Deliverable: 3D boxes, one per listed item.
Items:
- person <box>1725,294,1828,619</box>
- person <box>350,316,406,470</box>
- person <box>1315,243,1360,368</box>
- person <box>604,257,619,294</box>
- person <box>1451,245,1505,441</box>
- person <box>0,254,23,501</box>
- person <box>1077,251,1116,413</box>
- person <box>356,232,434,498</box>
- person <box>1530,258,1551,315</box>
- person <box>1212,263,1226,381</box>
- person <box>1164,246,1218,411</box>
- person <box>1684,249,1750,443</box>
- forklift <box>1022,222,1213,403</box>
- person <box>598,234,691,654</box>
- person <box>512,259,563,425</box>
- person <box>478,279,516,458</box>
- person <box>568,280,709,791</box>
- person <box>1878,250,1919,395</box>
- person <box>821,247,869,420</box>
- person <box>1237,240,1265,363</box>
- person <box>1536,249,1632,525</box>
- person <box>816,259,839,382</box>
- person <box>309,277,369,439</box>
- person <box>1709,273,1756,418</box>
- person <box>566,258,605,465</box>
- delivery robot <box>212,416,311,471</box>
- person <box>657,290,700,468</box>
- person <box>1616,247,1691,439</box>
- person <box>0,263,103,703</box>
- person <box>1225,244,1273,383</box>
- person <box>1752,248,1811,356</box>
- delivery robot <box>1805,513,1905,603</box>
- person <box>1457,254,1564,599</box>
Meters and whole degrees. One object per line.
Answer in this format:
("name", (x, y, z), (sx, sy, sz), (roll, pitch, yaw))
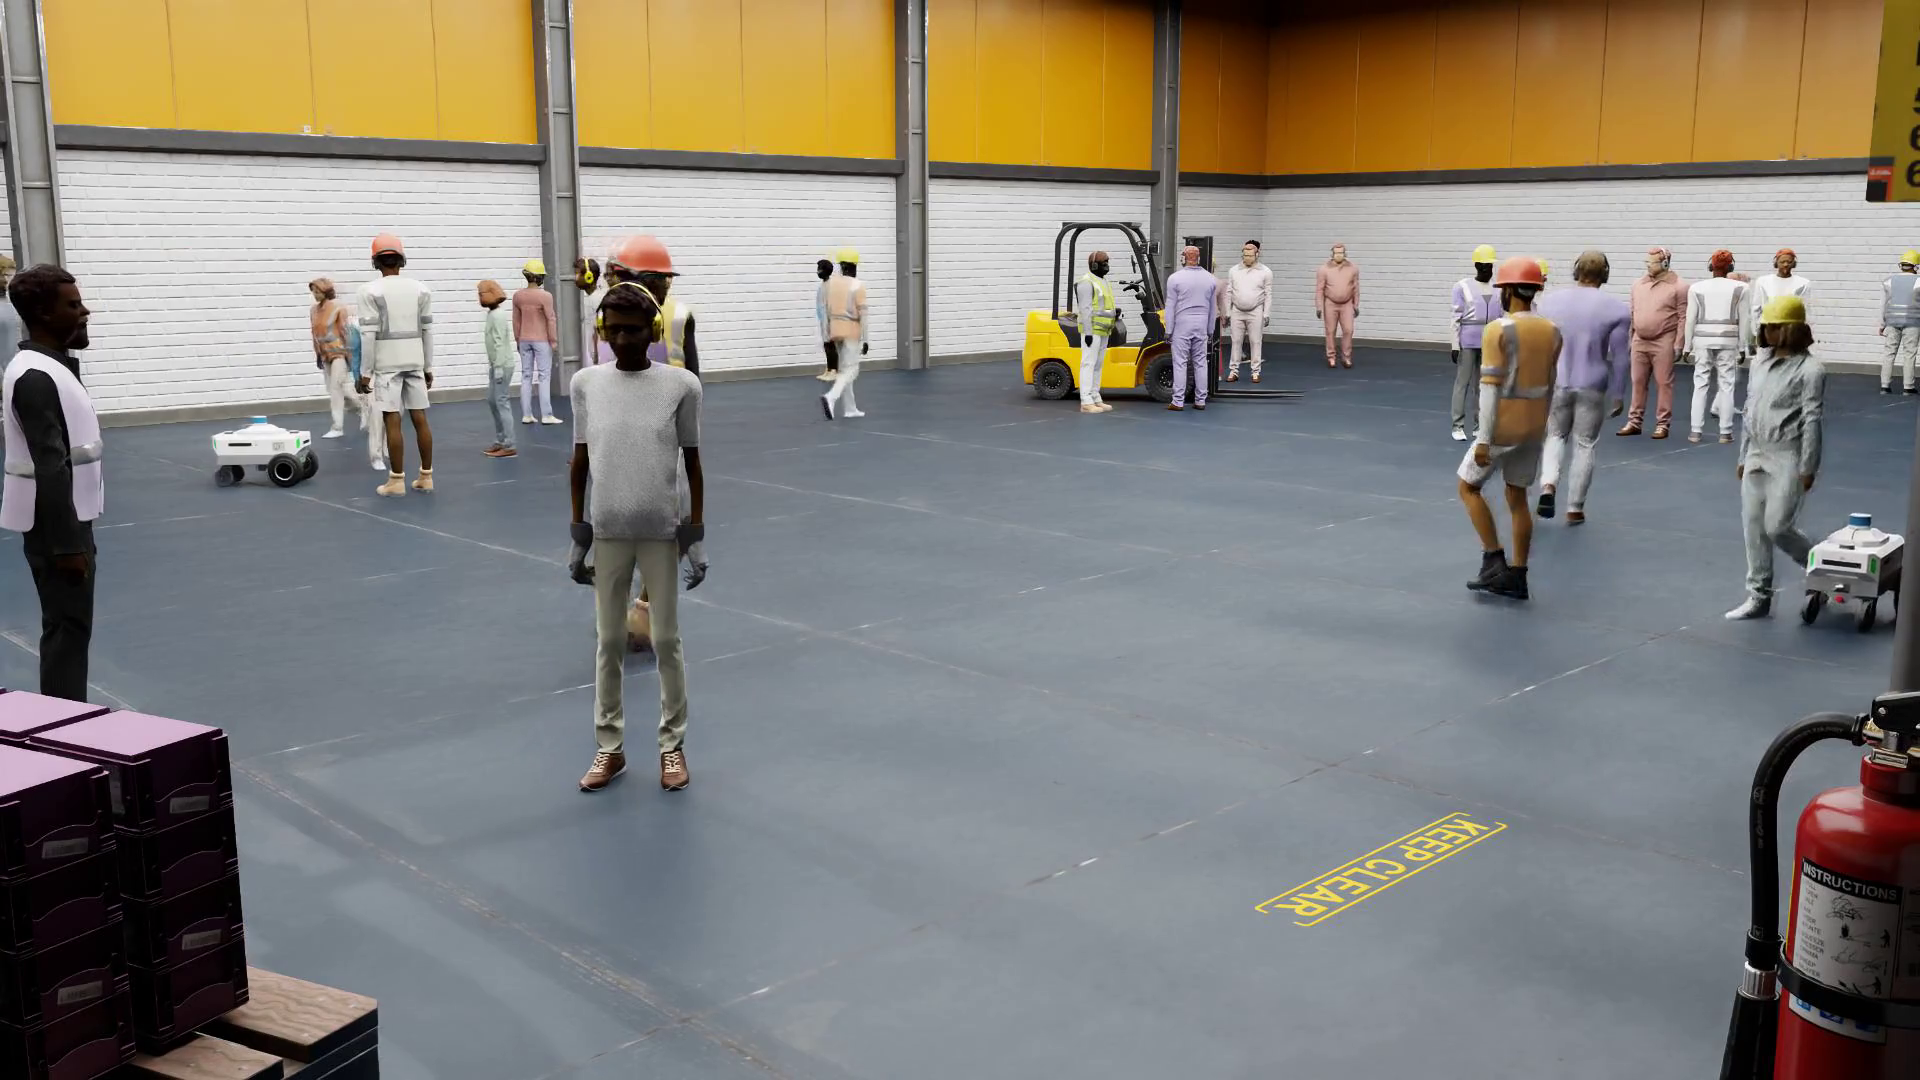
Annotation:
("person", (4.327, -0.422, 8.714), (0.487, 1.731, 0.483), (-3, 11, -16))
("person", (-5.102, -1.448, 14.672), (0.516, 1.614, 0.722), (-7, 12, -32))
("person", (5.736, -3.535, 25.215), (0.680, 1.890, 0.656), (1, 10, 3))
("person", (-2.974, -1.573, 14.703), (0.503, 1.837, 0.349), (9, 13, 39))
("person", (5.131, -1.944, 16.449), (0.586, 1.928, 0.369), (-2, 11, -13))
("person", (-7.153, -1.204, 12.555), (1.026, 1.876, 0.642), (-1, 10, -6))
("person", (1.572, -2.383, 19.084), (0.430, 1.845, 0.621), (5, 12, 27))
("person", (-4.380, -1.349, 12.904), (0.395, 2.040, 0.609), (9, 14, 42))
("person", (6.184, -2.182, 18.189), (0.922, 1.784, 0.590), (7, 12, 32))
("person", (3.393, -3.020, 22.916), (0.737, 1.718, 0.499), (-5, 11, -23))
("person", (2.647, -2.440, 19.246), (0.644, 1.903, 0.401), (-4, 11, -21))
("person", (7.393, -1.888, 16.272), (0.573, 1.883, 0.356), (5, 12, 26))
("forklift", (1.935, -2.847, 20.651), (2.313, 2.155, 1.214), (2, 11, 13))
("person", (-1.519, -0.430, 7.947), (0.473, 2.026, 0.620), (-8, 13, -36))
("person", (-4.533, -2.115, 17.826), (0.535, 1.767, 0.316), (4, 11, 23))
("person", (-4.235, -1.565, 15.204), (0.338, 1.623, 0.537), (-3, 11, -18))
("person", (-1.177, -0.004, 6.063), (0.516, 1.861, 0.329), (0, 10, 0))
("person", (11.985, -2.750, 21.105), (0.404, 1.832, 0.600), (-10, 14, -43))
("person", (-1.286, -2.250, 18.217), (0.592, 1.904, 0.790), (7, 13, 35))
("person", (4.609, -3.786, 26.443), (0.610, 1.953, 0.390), (-8, 13, -37))
("person", (4.296, -1.045, 11.547), (0.656, 1.924, 0.489), (6, 12, 31))
("person", (-1.843, -3.052, 23.147), (0.320, 1.690, 0.537), (-3, 11, -18))
("person", (-6.241, -1.849, 16.810), (0.532, 1.611, 0.666), (7, 12, 32))
("person", (8.577, -2.159, 18.487), (0.580, 1.611, 0.514), (-1, 10, -4))
("person", (-3.044, -1.558, 14.623), (0.829, 1.836, 0.518), (-2, 11, -13))
("delivery robot", (-5.677, -0.768, 13.530), (0.707, 0.478, 0.477), (-1, 10, -5))
("person", (-2.298, -1.170, 12.579), (0.664, 1.807, 0.750), (-2, 11, -9))
("person", (6.936, -1.963, 16.631), (0.399, 1.902, 0.642), (-8, 13, -37))
("person", (-3.295, -0.043, 6.105), (0.392, 1.922, 0.593), (-5, 12, -27))
("person", (3.956, -3.111, 22.891), (0.639, 1.903, 0.406), (4, 11, 20))
("person", (9.130, -2.300, 18.536), (0.575, 1.877, 0.353), (5, 12, 27))
("delivery robot", (4.734, 0.103, 8.780), (0.477, 0.478, 0.707), (9, 13, 39))
("person", (3.053, -0.625, 9.292), (0.572, 1.912, 0.474), (-5, 12, -26))
